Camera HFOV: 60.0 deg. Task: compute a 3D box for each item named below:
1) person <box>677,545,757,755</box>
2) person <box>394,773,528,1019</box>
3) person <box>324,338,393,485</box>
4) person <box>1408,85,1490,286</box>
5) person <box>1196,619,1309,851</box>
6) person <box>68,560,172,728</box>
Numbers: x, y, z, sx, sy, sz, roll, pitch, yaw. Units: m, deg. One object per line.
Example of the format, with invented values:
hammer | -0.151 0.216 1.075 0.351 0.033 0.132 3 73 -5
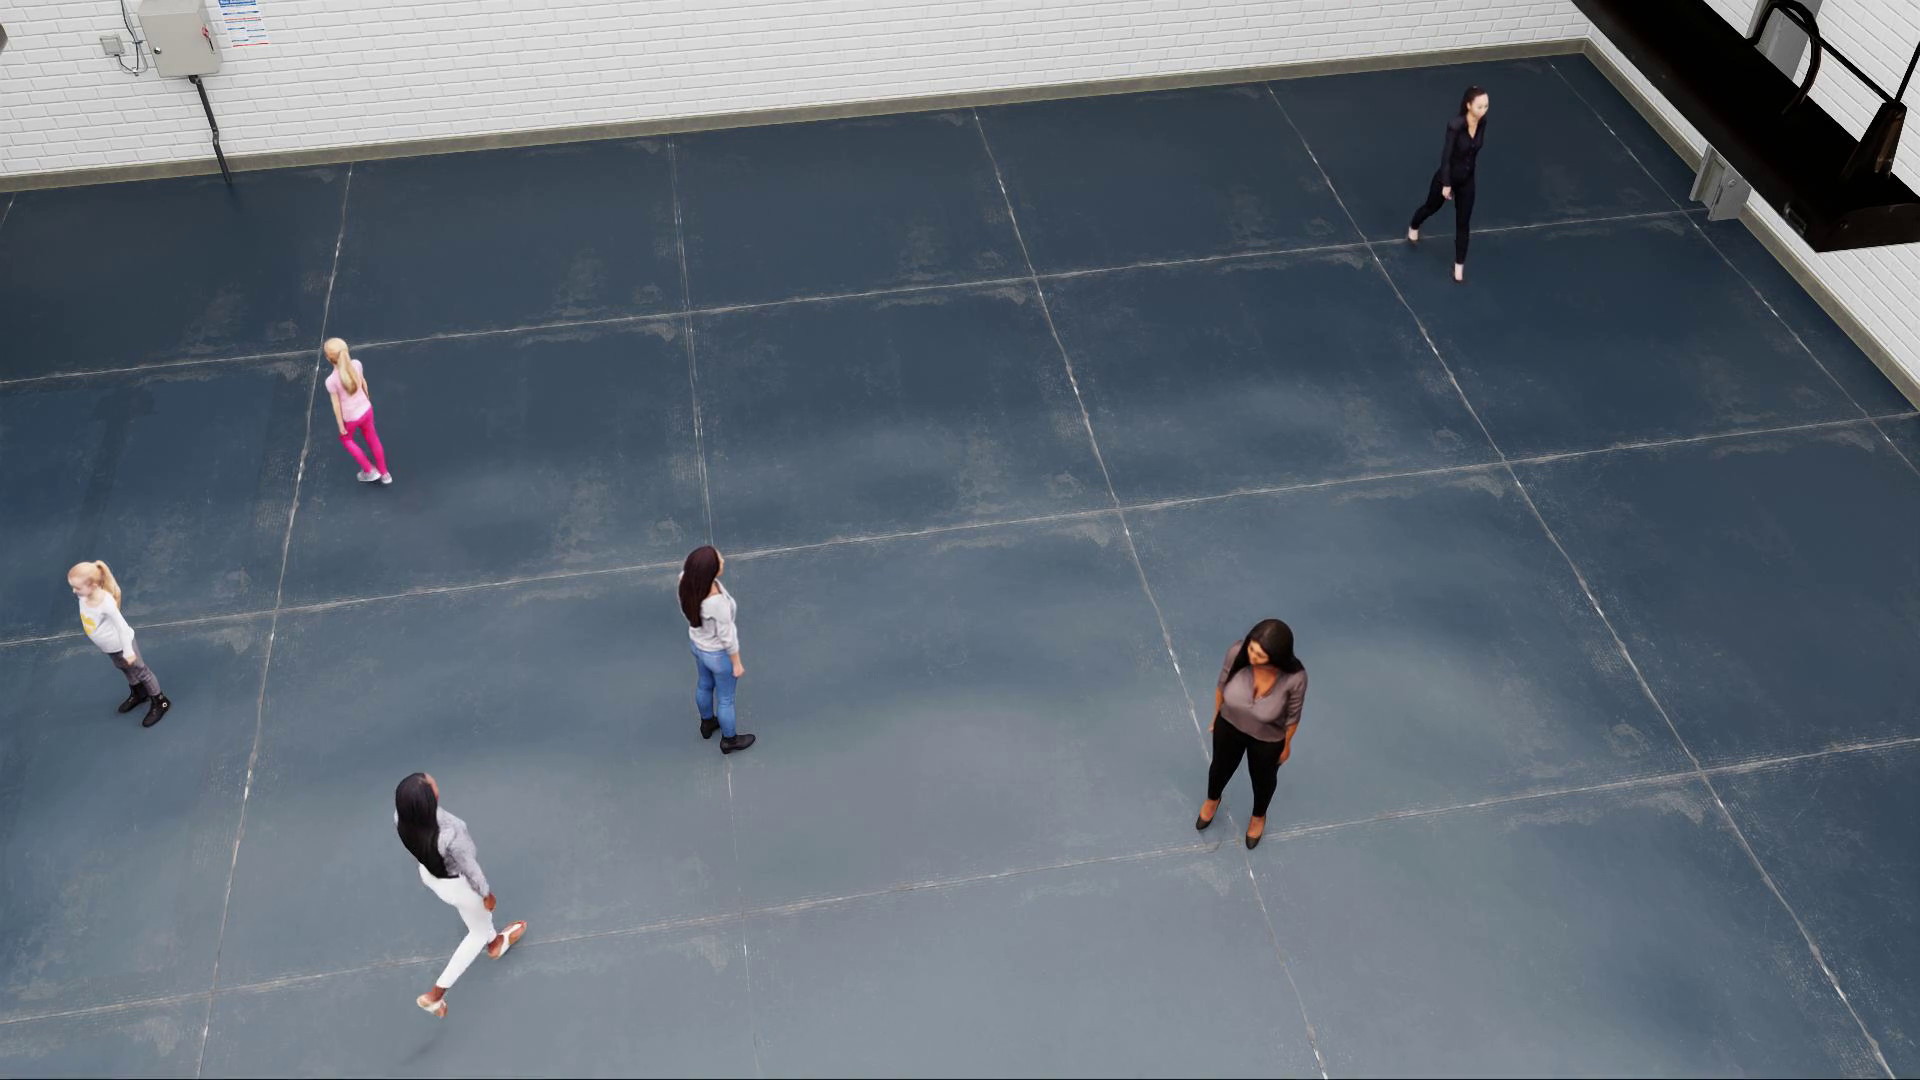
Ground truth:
person | -1.498 0.658 10.062 0.740 1.631 0.633 -33 53 -30
person | -2.701 1.856 8.751 1.014 1.706 1.070 25 49 24
person | -4.310 -0.897 11.962 0.654 1.262 0.592 24 49 23
person | 4.063 -3.021 13.893 0.722 1.674 1.108 -16 46 -16
person | 1.665 1.080 9.470 0.751 1.838 0.792 21 47 20
person | -5.249 0.618 10.359 0.581 1.279 0.637 23 48 22
